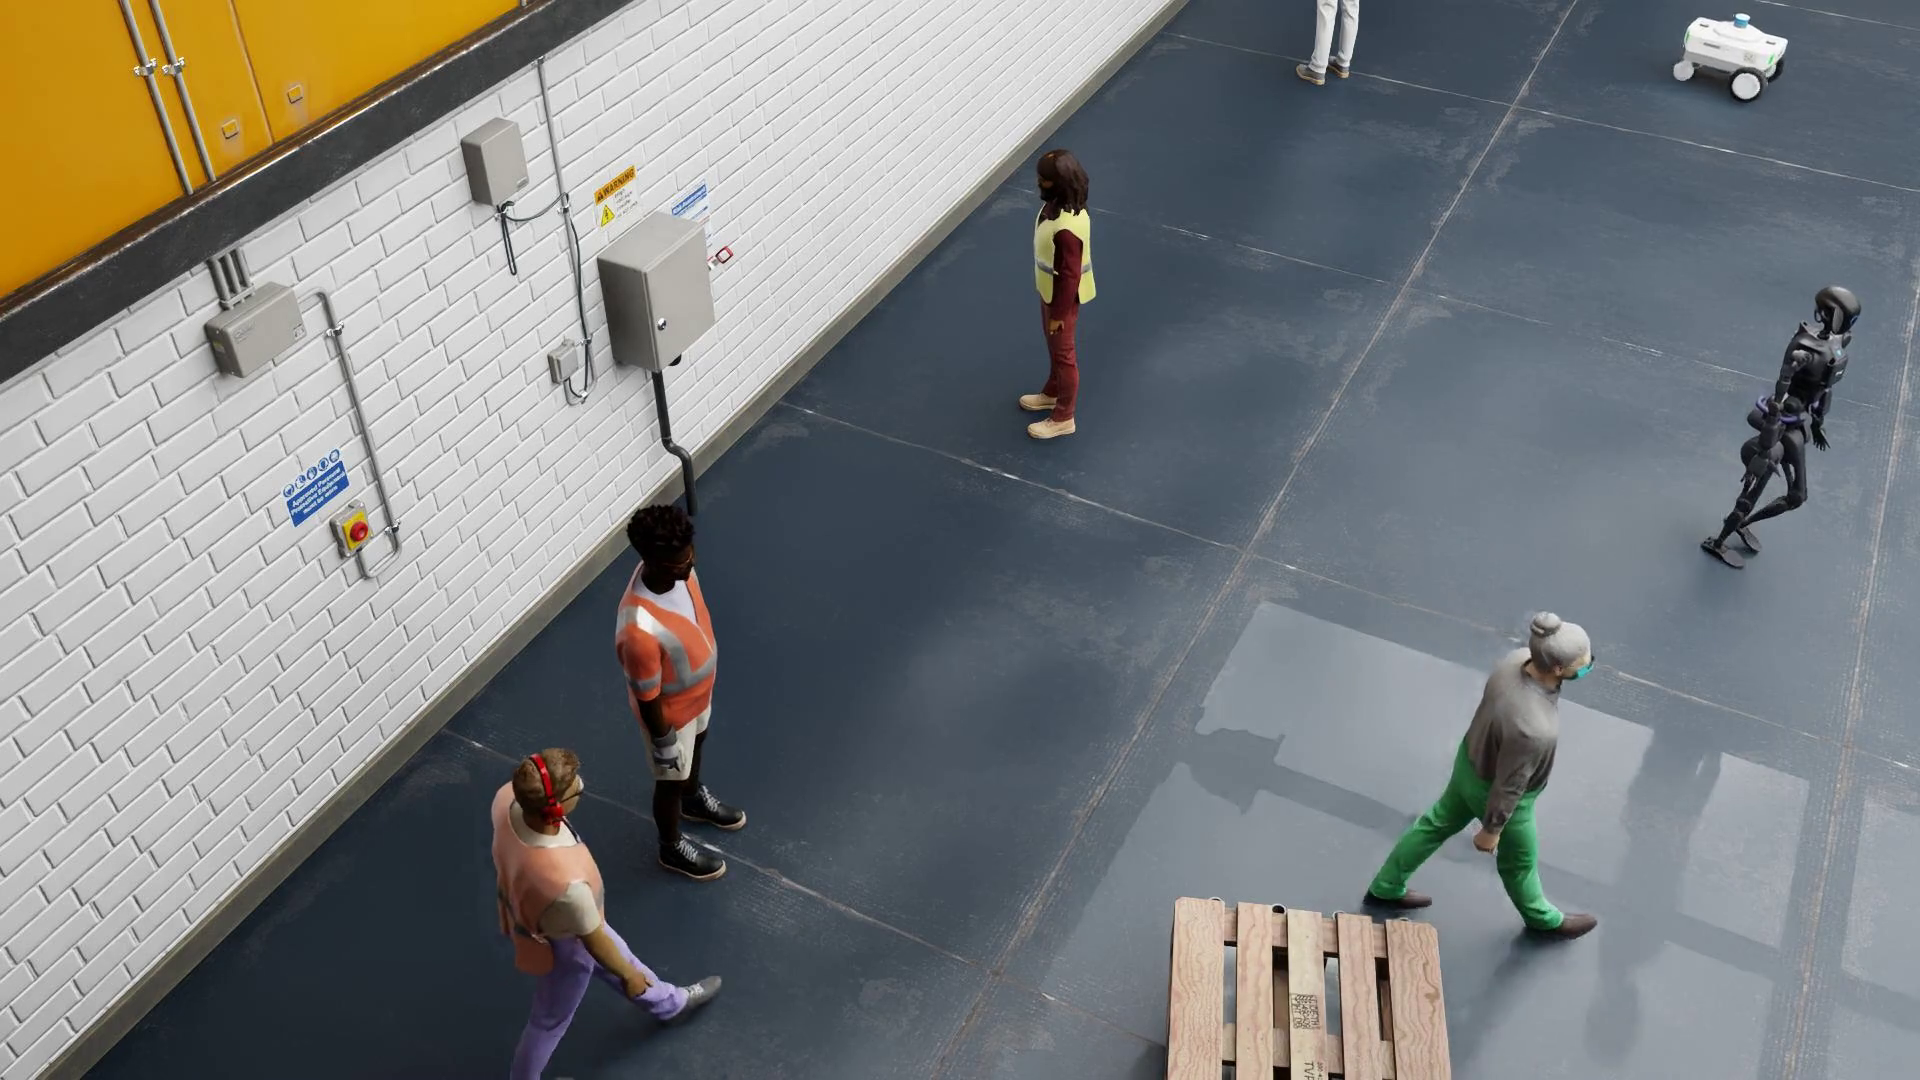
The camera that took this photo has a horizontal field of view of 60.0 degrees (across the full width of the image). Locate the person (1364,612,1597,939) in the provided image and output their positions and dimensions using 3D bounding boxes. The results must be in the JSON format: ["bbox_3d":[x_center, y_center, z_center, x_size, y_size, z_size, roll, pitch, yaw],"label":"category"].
[{"bbox_3d":[2.190,0.944,6.589,0.959,1.793,0.535,2,41,3],"label":"person"}]

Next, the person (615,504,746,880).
[{"bbox_3d":[-1.164,0.626,6.825,0.369,1.958,0.596,6,41,6],"label":"person"}]

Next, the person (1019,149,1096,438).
[{"bbox_3d":[0.558,-1.369,9.273,0.378,1.775,0.465,-3,41,-4],"label":"person"}]

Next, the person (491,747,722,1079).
[{"bbox_3d":[-1.384,1.412,6.034,0.983,1.785,0.585,-21,45,-23],"label":"person"}]

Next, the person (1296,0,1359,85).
[{"bbox_3d":[2.915,-4.429,12.739,0.571,1.882,0.356,-18,44,-20],"label":"person"}]

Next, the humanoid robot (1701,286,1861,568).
[{"bbox_3d":[4.166,-0.539,8.381,0.588,1.646,0.343,-27,48,-28],"label":"humanoid robot"}]

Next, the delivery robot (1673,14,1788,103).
[{"bbox_3d":[6.075,-3.804,13.040,0.793,0.608,0.499,27,48,28],"label":"delivery robot"}]
